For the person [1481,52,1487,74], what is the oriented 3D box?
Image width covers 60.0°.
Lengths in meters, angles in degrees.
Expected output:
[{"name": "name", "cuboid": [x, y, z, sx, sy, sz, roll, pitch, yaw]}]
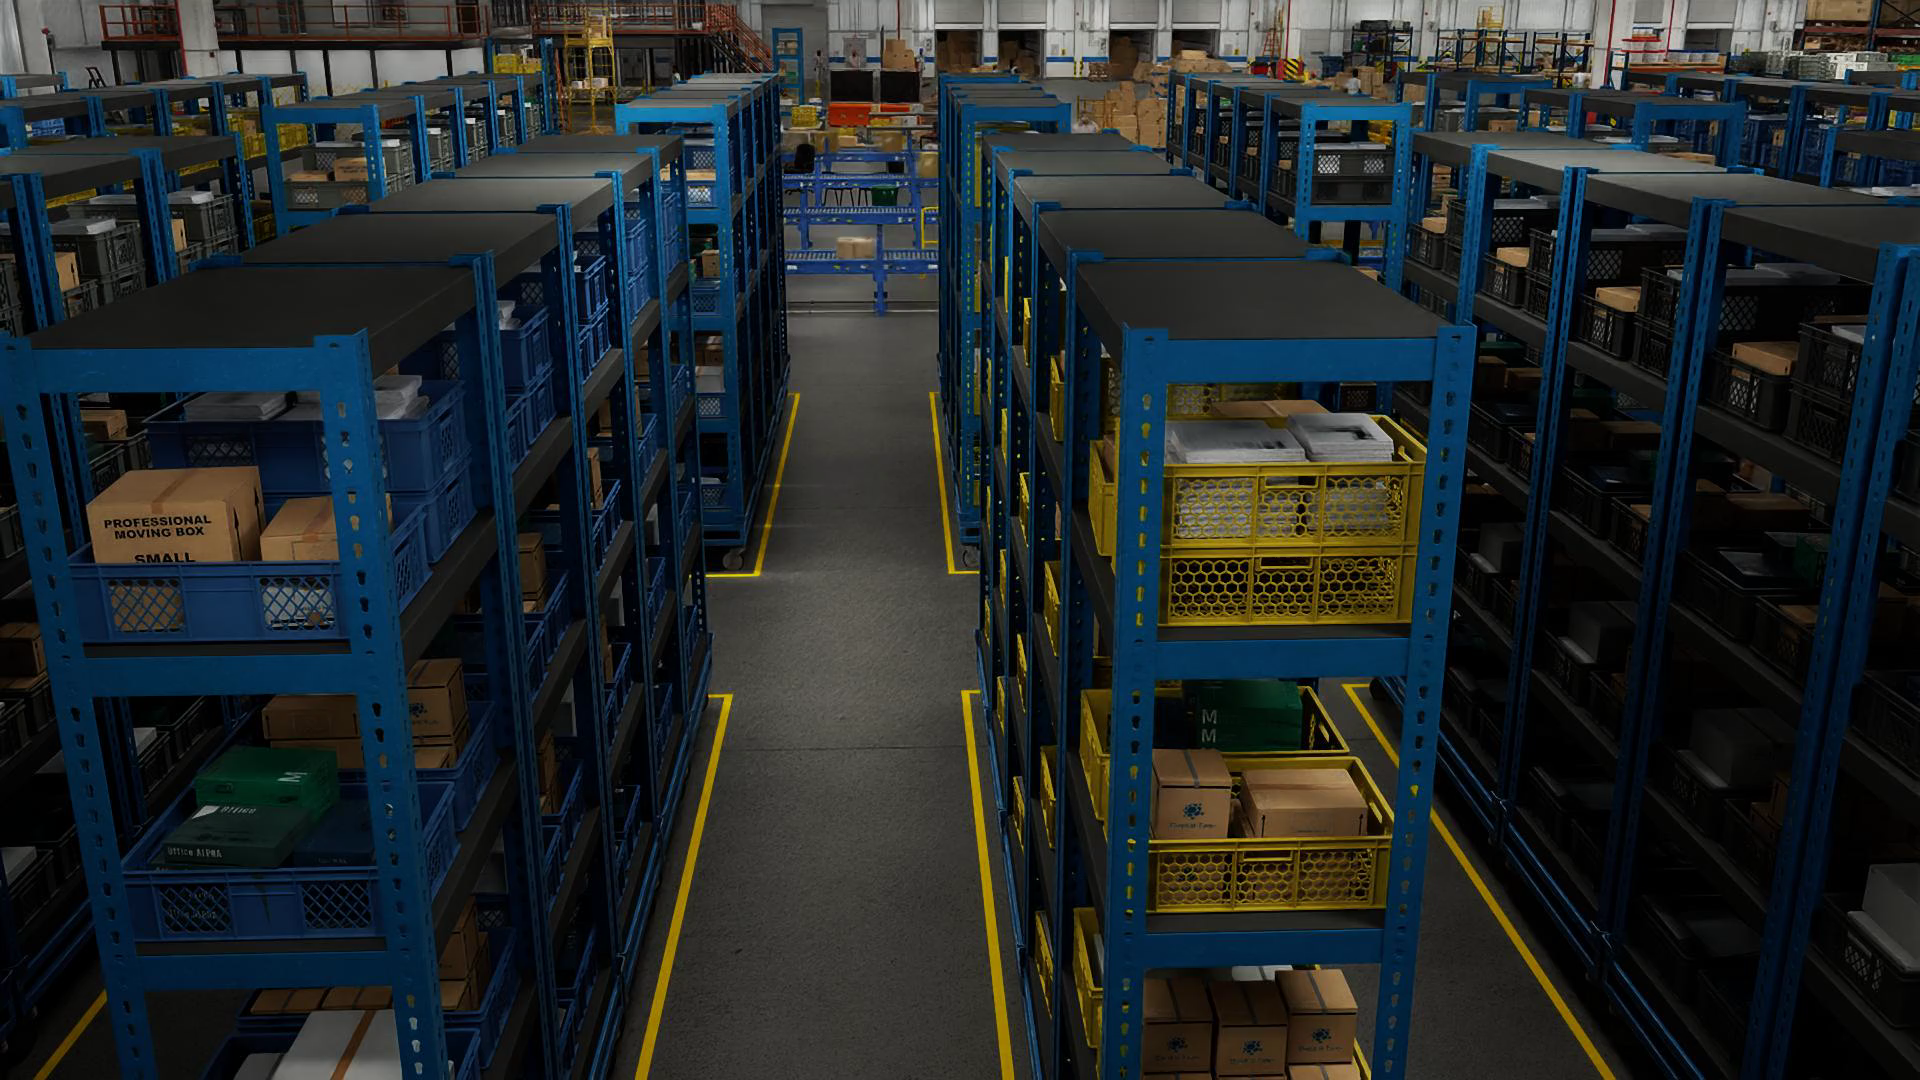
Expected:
[{"name": "person", "cuboid": [27.071, -24.285, 85.972, 0.655, 1.900, 0.911, -17, 24, -42]}]

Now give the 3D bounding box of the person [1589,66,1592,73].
[{"name": "person", "cuboid": [30.297, -22.212, 79.345, 0.535, 2.000, 0.684, 11, 21, 30]}]

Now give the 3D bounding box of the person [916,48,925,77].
[{"name": "person", "cuboid": [-2.127, -25.640, 90.106, 0.402, 1.943, 0.605, 16, 24, 41]}]

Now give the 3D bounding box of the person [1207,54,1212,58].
[{"name": "person", "cuboid": [12.562, -23.608, 84.062, 0.957, 1.793, 0.638, 1, 18, 4]}]

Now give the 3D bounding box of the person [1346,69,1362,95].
[{"name": "person", "cuboid": [14.809, -16.685, 62.448, 1.011, 1.912, 0.610, -10, 20, -28]}]

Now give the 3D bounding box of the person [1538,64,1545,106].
[{"name": "person", "cuboid": [24.105, -18.822, 69.152, 0.510, 1.860, 0.333, -17, 24, -42]}]

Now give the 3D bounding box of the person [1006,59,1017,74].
[{"name": "person", "cuboid": [2.325, -20.719, 75.024, 1.051, 1.858, 0.602, -12, 21, -33]}]

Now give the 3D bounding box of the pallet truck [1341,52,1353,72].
[{"name": "pallet truck", "cuboid": [18.794, -23.123, 82.231, 0.823, 1.965, 1.885, -13, 22, -35]}]

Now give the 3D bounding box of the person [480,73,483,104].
[{"name": "person", "cuboid": [-17.334, -15.995, 60.419, 0.508, 1.846, 0.345, -15, 23, -39]}]

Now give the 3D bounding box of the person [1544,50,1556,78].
[{"name": "person", "cuboid": [31.657, -25.330, 89.251, 1.006, 1.878, 0.587, -16, 24, -41]}]

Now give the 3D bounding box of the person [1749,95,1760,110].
[{"name": "person", "cuboid": [22.374, -11.723, 47.075, 0.571, 1.920, 0.397, -2, 18, -6]}]

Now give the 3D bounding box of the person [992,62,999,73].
[{"name": "person", "cuboid": [1.544, -20.747, 75.286, 0.492, 1.742, 0.321, 16, 24, 41]}]

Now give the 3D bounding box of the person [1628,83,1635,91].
[{"name": "person", "cuboid": [23.411, -15.236, 58.446, 0.762, 1.608, 0.519, 13, 22, 36]}]

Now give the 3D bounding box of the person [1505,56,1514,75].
[{"name": "person", "cuboid": [28.764, -24.558, 87.217, 0.863, 1.664, 0.526, -12, 21, -32]}]

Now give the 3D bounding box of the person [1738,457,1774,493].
[{"name": "person", "cuboid": [6.078, -0.652, 12.698, 0.392, 1.995, 0.612, 13, 22, 35]}]

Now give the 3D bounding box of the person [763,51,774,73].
[{"name": "person", "cuboid": [-9.867, -24.207, 85.682, 0.549, 1.936, 0.376, 3, 18, 10]}]

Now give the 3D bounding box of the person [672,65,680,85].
[{"name": "person", "cuboid": [-11.311, -17.983, 66.453, 0.392, 1.919, 0.591, 0, 18, -1]}]

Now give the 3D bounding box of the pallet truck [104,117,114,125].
[{"name": "pallet truck", "cuboid": [-18.367, -7.885, 35.078, 1.885, 1.965, 0.823, 1, 18, 2]}]

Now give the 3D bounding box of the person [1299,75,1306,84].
[{"name": "person", "cuboid": [12.586, -16.297, 61.507, 0.476, 1.734, 0.550, 1, 18, 3]}]

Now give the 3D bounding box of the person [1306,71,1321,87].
[{"name": "person", "cuboid": [13.067, -16.356, 61.457, 0.567, 1.891, 0.907, 5, 19, 15]}]

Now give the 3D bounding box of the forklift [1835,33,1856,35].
[{"name": "forklift", "cuboid": [46.056, -25.071, 86.845, 1.129, 2.768, 1.873, -1, 18, -2]}]

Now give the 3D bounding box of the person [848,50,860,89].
[{"name": "person", "cuboid": [-5.512, -24.411, 86.286, 0.654, 1.946, 0.990, 1, 18, 3]}]

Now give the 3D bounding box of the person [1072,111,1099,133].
[{"name": "person", "cuboid": [2.957, -9.172, 39.281, 0.668, 1.856, 0.985, 1, 18, 3]}]

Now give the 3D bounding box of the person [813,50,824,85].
[{"name": "person", "cuboid": [-7.656, -25.700, 90.480, 0.623, 1.835, 0.431, -11, 21, -30]}]

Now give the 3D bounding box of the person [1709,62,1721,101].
[{"name": "person", "cuboid": [32.254, -19.550, 71.387, 1.041, 1.879, 0.730, -9, 20, -26]}]

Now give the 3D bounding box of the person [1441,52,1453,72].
[{"name": "person", "cuboid": [24.679, -23.769, 84.343, 0.587, 1.928, 0.364, 4, 18, 13]}]

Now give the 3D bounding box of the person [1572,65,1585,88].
[{"name": "person", "cuboid": [25.205, -18.400, 67.826, 0.581, 1.867, 0.566, -6, 19, -19]}]

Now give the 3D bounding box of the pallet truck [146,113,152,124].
[{"name": "pallet truck", "cuboid": [-18.087, -8.309, 36.390, 1.885, 1.965, 0.823, -1, 18, -4]}]
